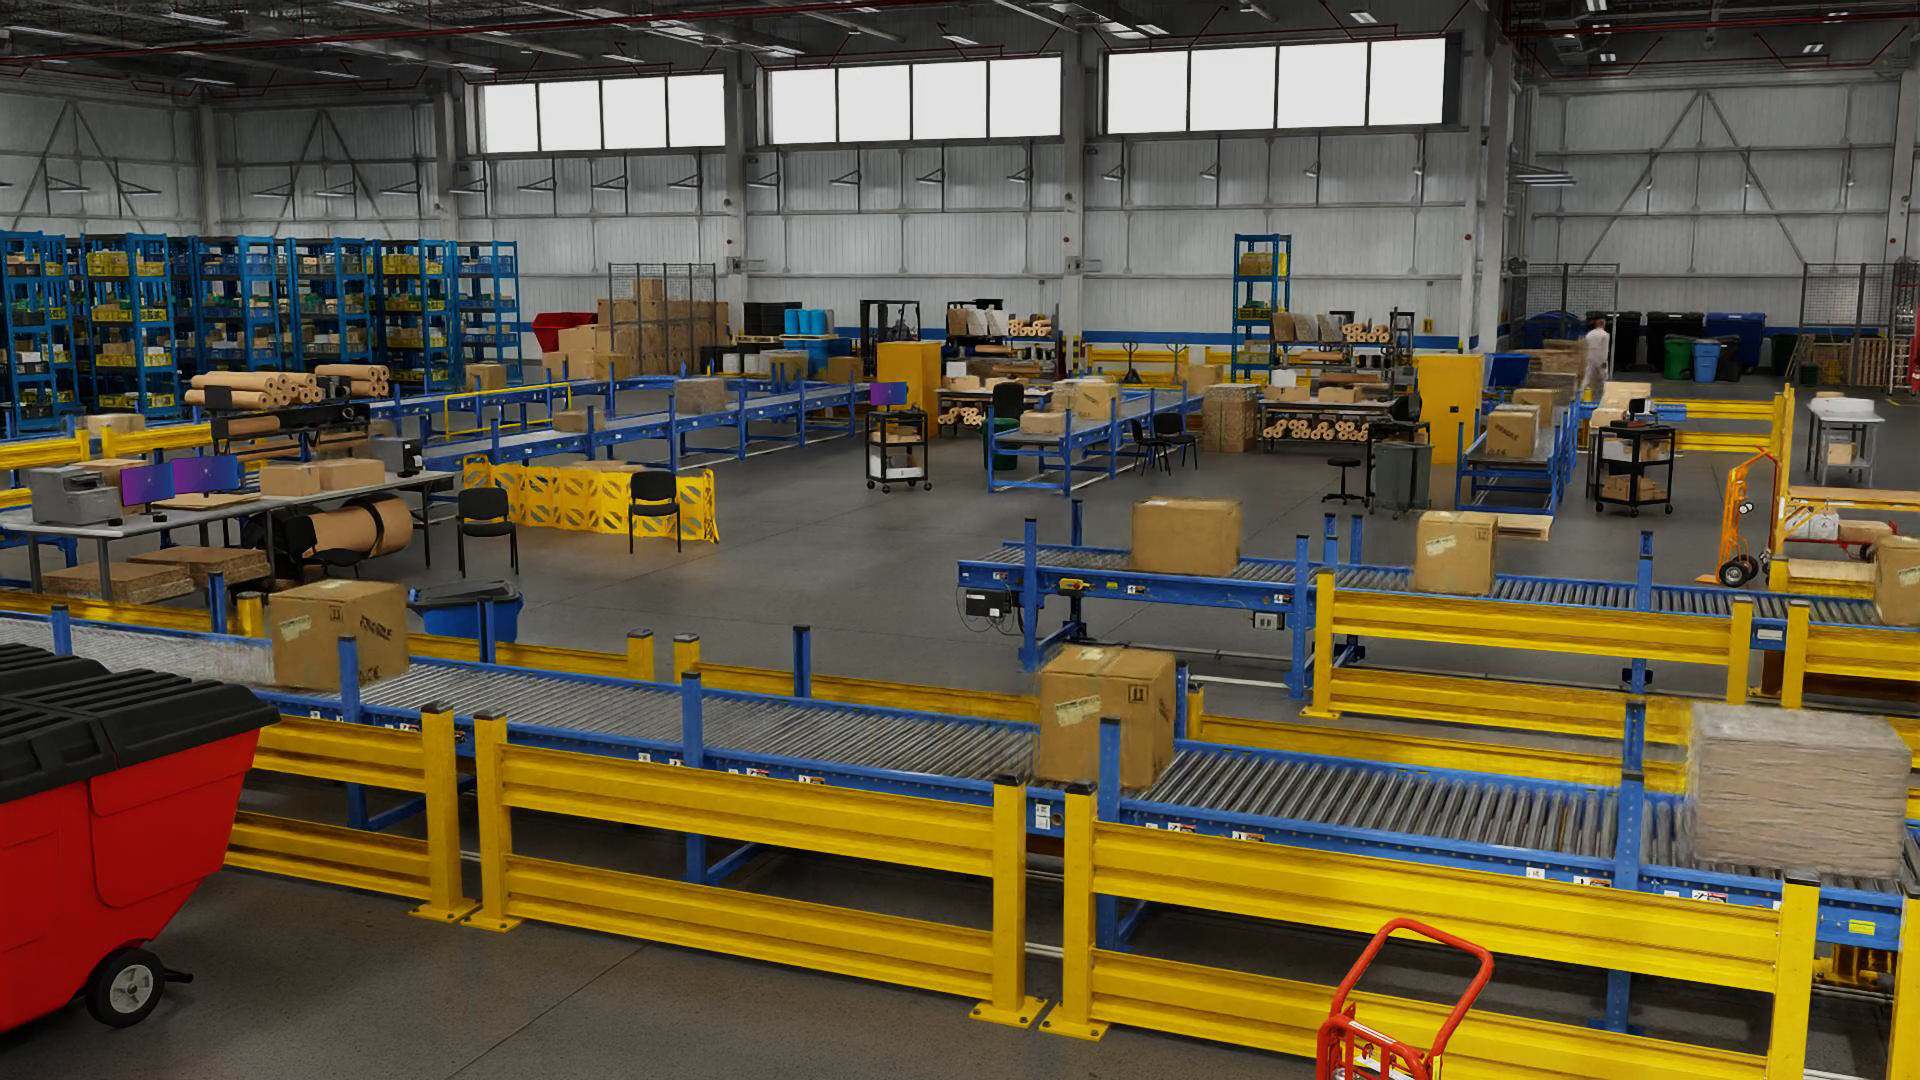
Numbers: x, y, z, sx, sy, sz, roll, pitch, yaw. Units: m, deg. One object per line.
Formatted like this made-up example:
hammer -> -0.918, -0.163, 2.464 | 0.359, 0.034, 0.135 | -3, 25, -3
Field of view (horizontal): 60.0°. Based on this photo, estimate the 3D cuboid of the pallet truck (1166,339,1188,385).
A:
pallet truck -> 5.418, -4.269, 40.420 | 0.704, 1.261, 1.522 | 3, 10, 20

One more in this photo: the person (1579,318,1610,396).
person -> 14.438, -4.092, 37.692 | 1.020, 1.849, 0.651 | -6, 11, -31

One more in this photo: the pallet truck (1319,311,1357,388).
pallet truck -> 9.071, -4.419, 39.190 | 0.823, 1.965, 1.885 | 5, 10, 26

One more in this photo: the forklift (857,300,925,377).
forklift -> -1.732, -5.109, 42.468 | 1.157, 1.987, 2.680 | 4, 10, 22

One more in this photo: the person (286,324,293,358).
person -> -16.904, -4.822, 42.186 | 0.579, 1.820, 0.778 | 3, 10, 16

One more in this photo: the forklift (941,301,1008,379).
forklift -> 0.365, -4.966, 41.571 | 1.157, 1.987, 2.680 | 3, 10, 20

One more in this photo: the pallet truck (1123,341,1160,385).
pallet truck -> 4.445, -4.380, 41.279 | 0.680, 1.201, 1.601 | 4, 10, 22

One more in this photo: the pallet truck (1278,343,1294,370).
pallet truck -> 7.886, -4.163, 39.743 | 0.653, 1.274, 1.630 | 4, 10, 22

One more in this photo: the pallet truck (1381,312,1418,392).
pallet truck -> 10.207, -4.283, 38.369 | 0.823, 1.965, 1.885 | 3, 10, 20
